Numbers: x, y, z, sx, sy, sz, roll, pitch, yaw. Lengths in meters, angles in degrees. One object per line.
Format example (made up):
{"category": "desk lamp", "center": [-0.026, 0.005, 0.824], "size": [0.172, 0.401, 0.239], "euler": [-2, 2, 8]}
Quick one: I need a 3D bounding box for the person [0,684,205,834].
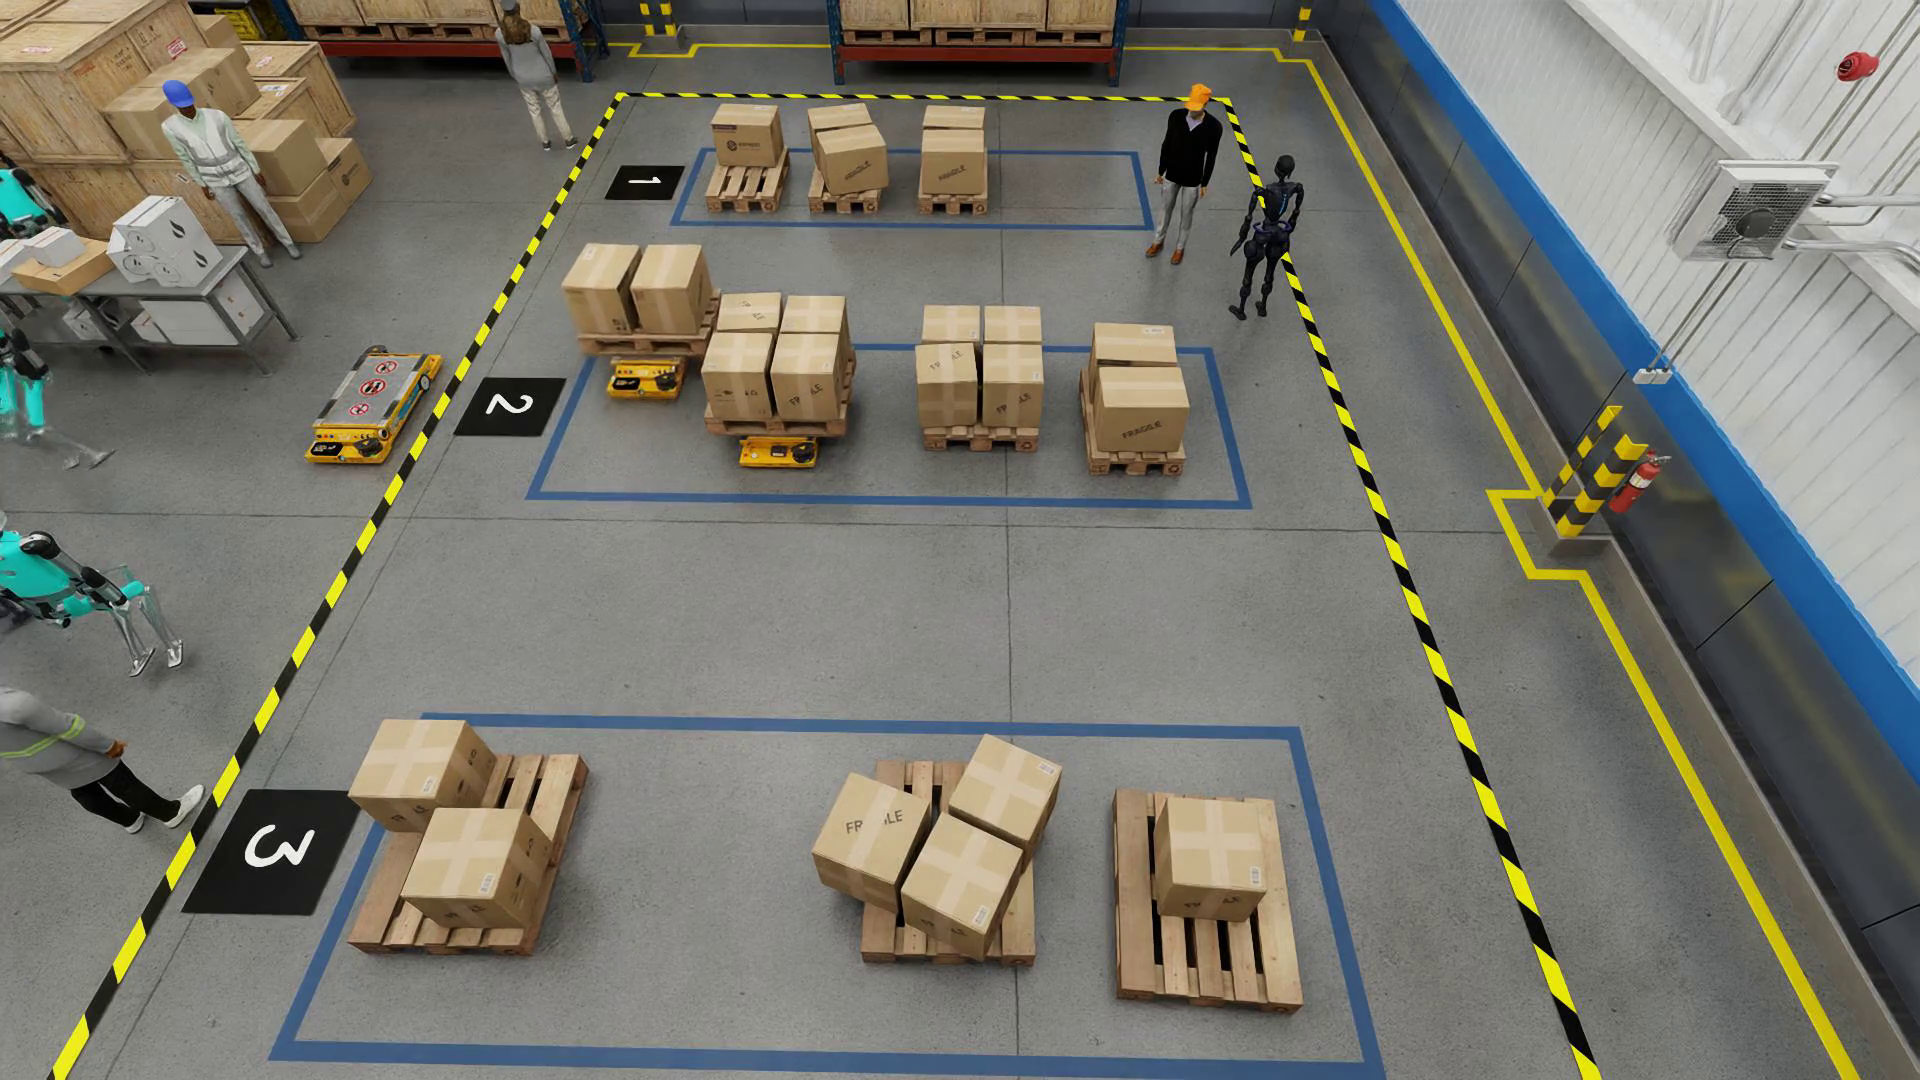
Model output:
{"category": "person", "center": [-5.231, 1.194, 5.319], "size": [0.588, 1.852, 0.375], "euler": [-4, 50, -3]}

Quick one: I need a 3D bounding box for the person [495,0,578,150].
{"category": "person", "center": [-5.185, -5.646, 11.160], "size": [0.564, 1.770, 0.396], "euler": [-5, 50, -4]}

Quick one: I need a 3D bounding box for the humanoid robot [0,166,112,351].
{"category": "humanoid robot", "center": [-8.570, -2.626, 8.683], "size": [0.553, 1.870, 0.849], "euler": [-28, 55, -22]}

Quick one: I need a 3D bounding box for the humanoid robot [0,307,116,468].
{"category": "humanoid robot", "center": [-7.829, -1.274, 7.490], "size": [0.546, 1.774, 0.796], "euler": [-7, 50, -6]}

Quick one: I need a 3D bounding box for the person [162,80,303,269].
{"category": "person", "center": [-7.539, -3.751, 9.450], "size": [0.602, 1.939, 0.411], "euler": [-30, 56, -23]}

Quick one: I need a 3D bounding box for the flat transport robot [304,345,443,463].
{"category": "flat transport robot", "center": [-5.383, -1.269, 8.441], "size": [0.659, 0.231, 1.431], "euler": [1, 50, 1]}

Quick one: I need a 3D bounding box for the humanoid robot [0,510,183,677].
{"category": "humanoid robot", "center": [-5.829, 0.261, 6.095], "size": [0.533, 1.679, 0.735], "euler": [-12, 51, -10]}

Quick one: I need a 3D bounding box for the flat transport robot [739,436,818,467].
{"category": "flat transport robot", "center": [-1.582, -1.235, 8.394], "size": [0.652, 0.197, 1.431], "euler": [1, 50, 1]}

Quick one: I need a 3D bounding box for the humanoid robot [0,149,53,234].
{"category": "humanoid robot", "center": [-9.758, -3.564, 9.467], "size": [0.525, 1.644, 0.592], "euler": [1, 50, 1]}

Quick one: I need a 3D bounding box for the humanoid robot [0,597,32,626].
{"category": "humanoid robot", "center": [-7.301, 0.035, 6.423], "size": [0.612, 1.644, 0.485], "euler": [30, 56, 23]}

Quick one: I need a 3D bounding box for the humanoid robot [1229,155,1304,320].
{"category": "humanoid robot", "center": [2.966, -2.920, 8.905], "size": [0.599, 1.657, 0.315], "euler": [-7, 50, -6]}

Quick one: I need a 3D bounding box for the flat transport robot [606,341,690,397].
{"category": "flat transport robot", "center": [-2.966, -1.947, 8.996], "size": [0.652, 0.197, 1.431], "euler": [1, 50, 1]}

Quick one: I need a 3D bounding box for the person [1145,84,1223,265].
{"category": "person", "center": [2.318, -3.775, 9.506], "size": [0.585, 1.881, 0.373], "euler": [24, 54, 19]}
